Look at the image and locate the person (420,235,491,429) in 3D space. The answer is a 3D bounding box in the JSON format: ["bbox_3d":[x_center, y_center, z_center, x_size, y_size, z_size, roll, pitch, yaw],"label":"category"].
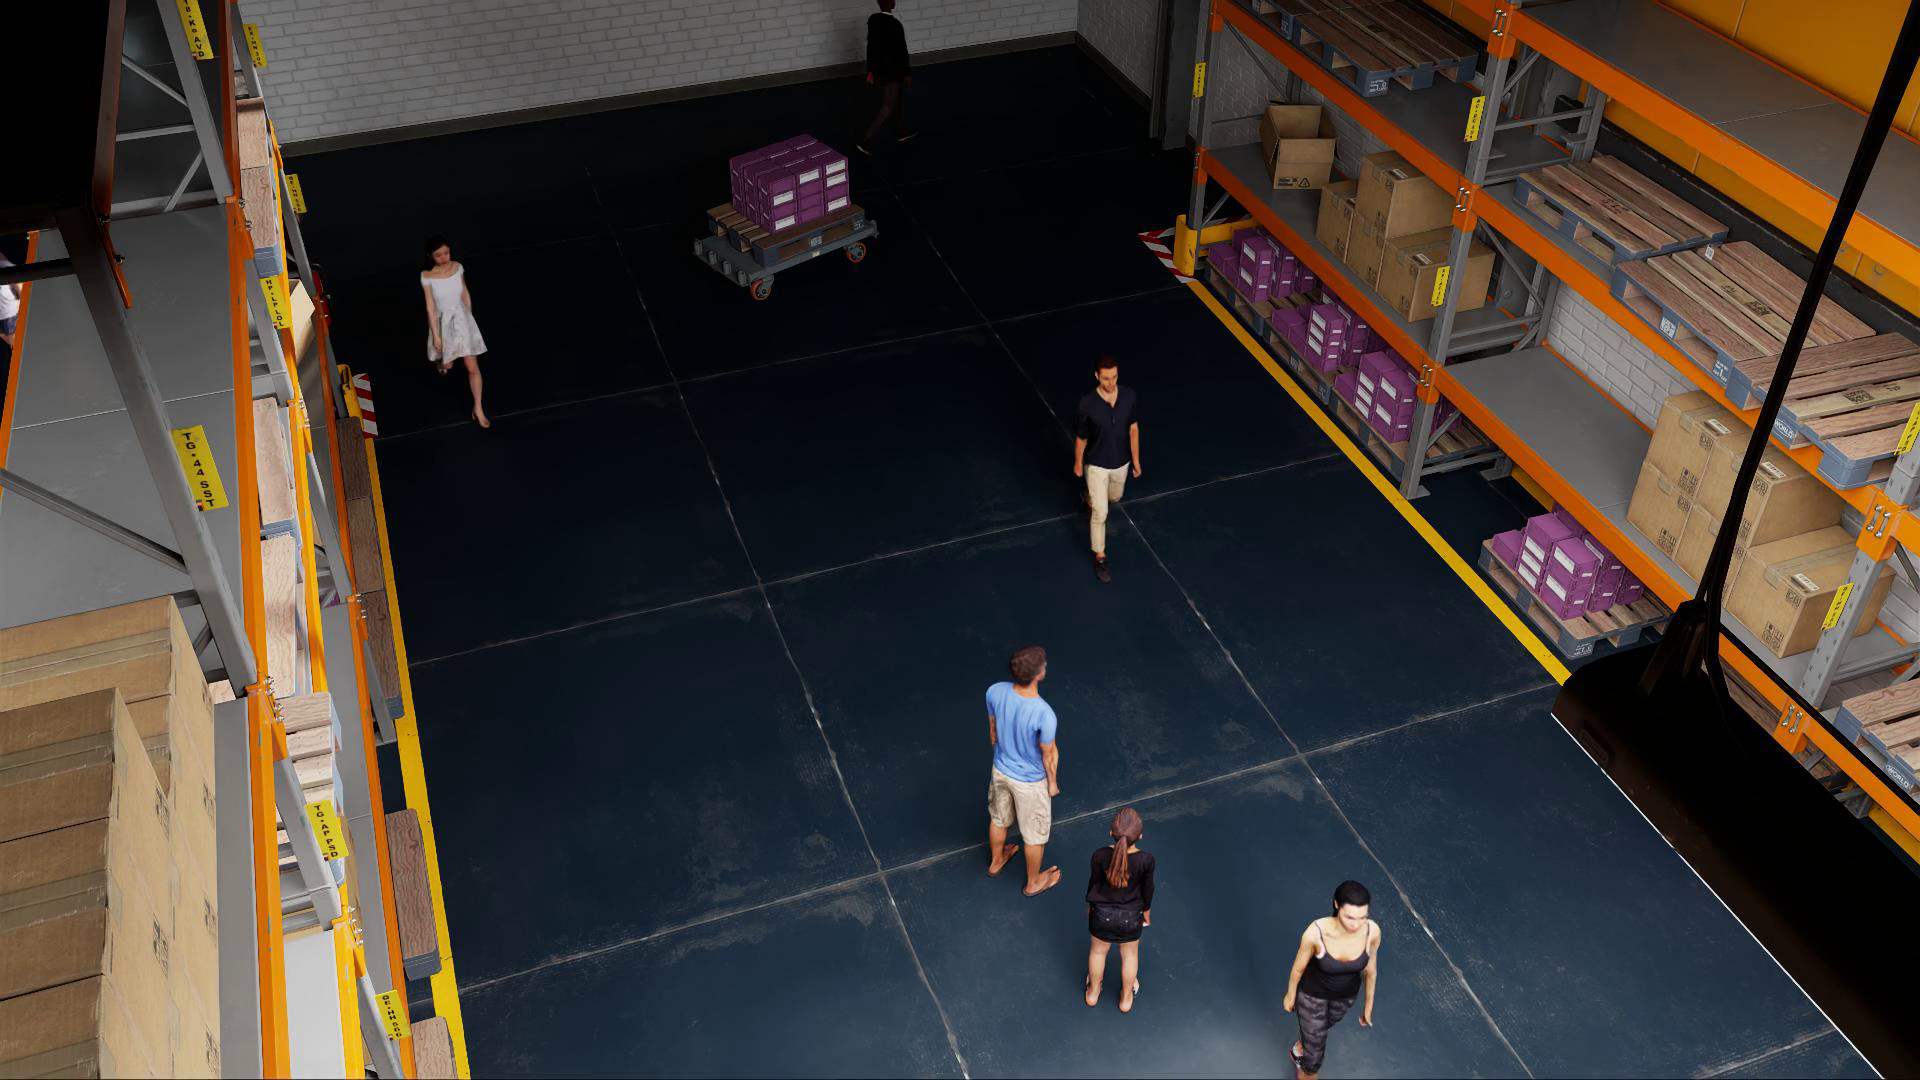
[{"bbox_3d":[-4.313,-1.782,13.993,0.799,1.745,1.100,-25,45,-28],"label":"person"}]

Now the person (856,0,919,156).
[{"bbox_3d":[-0.838,-5.030,18.045,1.010,1.764,1.203,-28,47,-31],"label":"person"}]

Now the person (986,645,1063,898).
[{"bbox_3d":[0.365,1.376,9.945,0.681,1.862,0.795,26,45,29],"label":"person"}]

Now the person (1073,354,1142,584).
[{"bbox_3d":[1.075,-0.635,12.492,0.630,1.827,1.093,-12,40,-15],"label":"person"}]

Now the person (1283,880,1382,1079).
[{"bbox_3d":[1.932,2.340,8.858,0.694,1.713,0.876,-5,39,-7],"label":"person"}]

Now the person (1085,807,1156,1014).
[{"bbox_3d":[0.881,2.072,9.320,0.619,1.554,0.653,4,39,5],"label":"person"}]
